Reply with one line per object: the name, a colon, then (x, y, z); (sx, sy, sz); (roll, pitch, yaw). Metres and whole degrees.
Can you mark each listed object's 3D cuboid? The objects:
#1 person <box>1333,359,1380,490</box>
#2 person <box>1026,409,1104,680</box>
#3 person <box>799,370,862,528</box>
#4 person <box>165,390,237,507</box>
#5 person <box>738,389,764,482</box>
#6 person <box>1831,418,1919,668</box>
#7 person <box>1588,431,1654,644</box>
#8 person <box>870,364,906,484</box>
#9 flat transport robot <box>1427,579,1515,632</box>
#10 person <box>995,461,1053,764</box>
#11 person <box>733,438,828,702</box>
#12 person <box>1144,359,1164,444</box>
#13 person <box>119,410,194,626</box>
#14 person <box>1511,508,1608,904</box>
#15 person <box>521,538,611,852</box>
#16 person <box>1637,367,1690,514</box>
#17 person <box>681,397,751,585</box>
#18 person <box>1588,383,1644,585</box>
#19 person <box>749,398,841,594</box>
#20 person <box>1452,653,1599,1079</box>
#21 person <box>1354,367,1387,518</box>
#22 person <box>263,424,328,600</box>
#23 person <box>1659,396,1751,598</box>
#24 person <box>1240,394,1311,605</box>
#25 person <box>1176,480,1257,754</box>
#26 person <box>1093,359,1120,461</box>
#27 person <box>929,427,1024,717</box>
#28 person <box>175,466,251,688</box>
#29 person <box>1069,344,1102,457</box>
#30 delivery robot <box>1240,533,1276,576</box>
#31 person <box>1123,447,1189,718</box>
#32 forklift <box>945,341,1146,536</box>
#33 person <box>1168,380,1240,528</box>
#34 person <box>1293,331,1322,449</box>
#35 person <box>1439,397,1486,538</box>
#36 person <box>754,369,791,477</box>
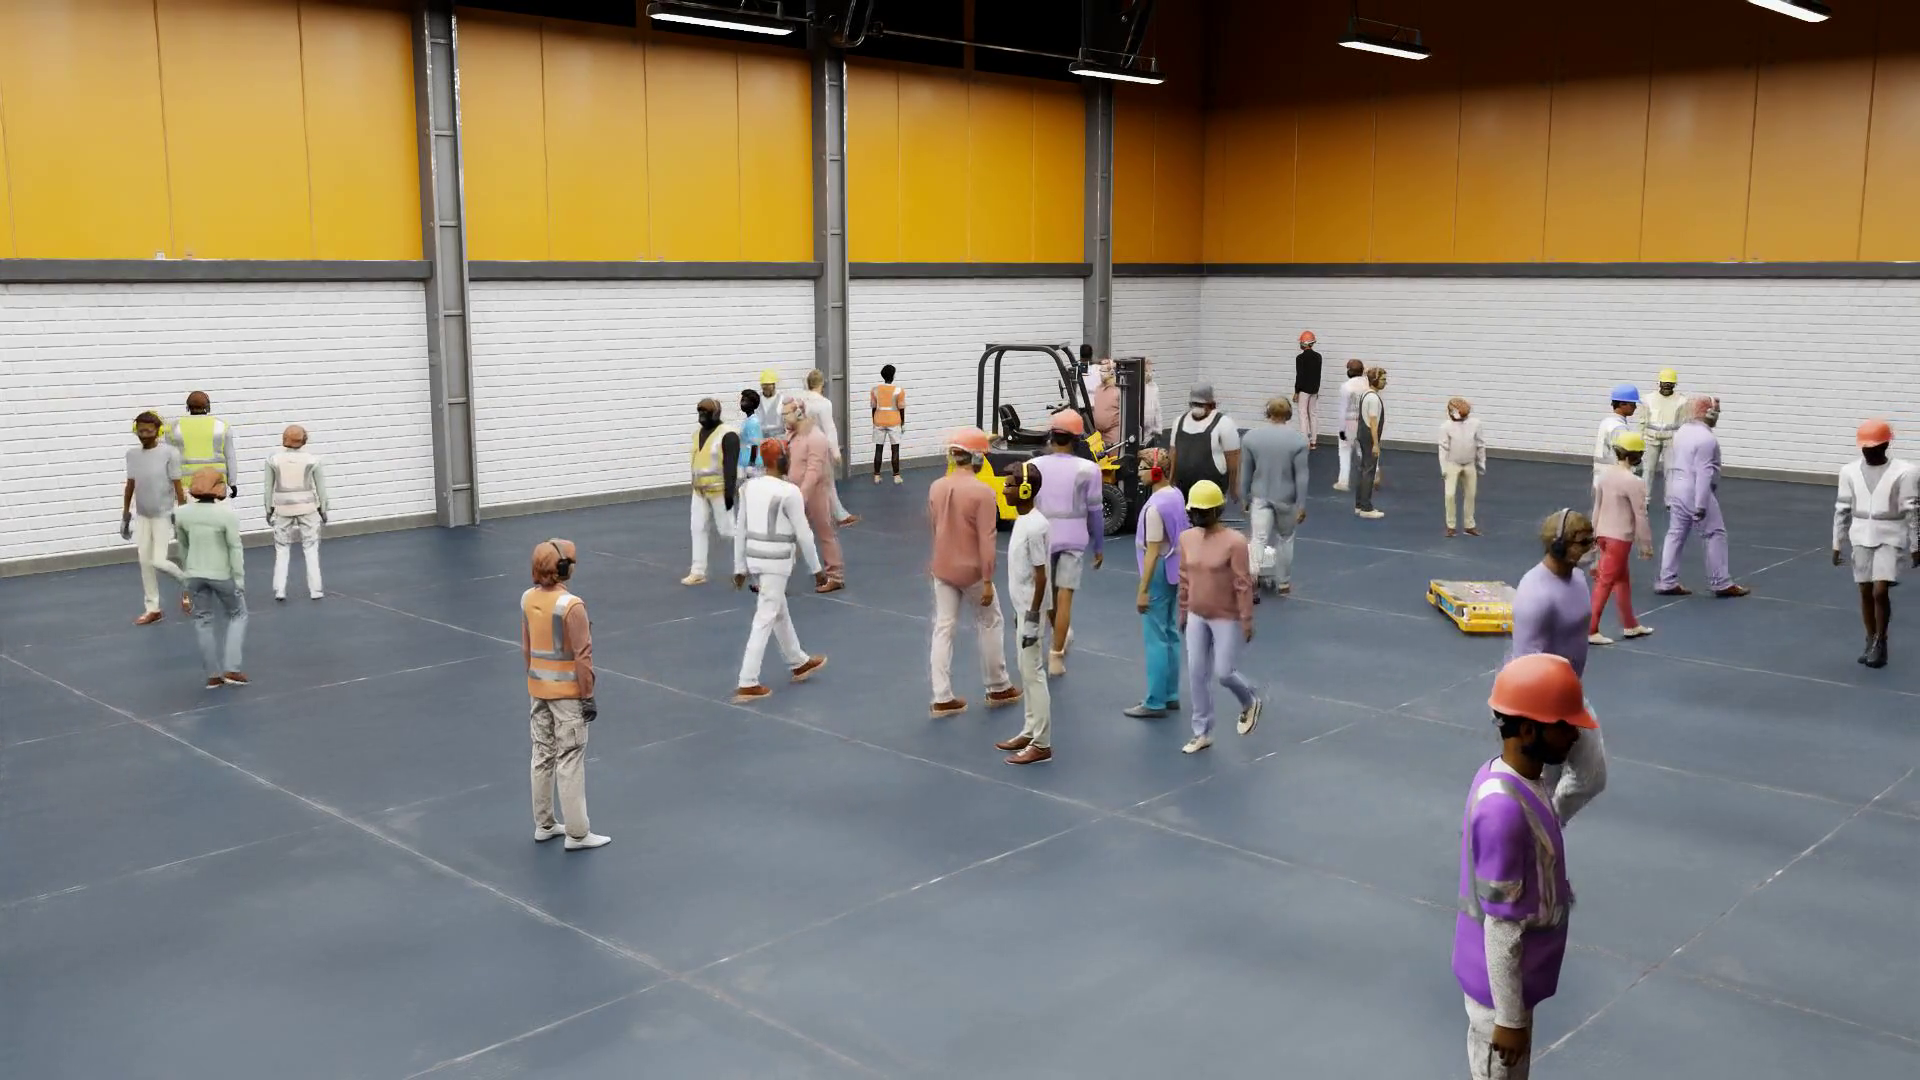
person: (5.415, -1.558, 22.647); (0.636, 1.822, 0.698); (-4, 10, -22)
person: (0.787, 0.004, 12.588); (0.616, 1.975, 1.089); (3, 10, 17)
person: (-1.664, -1.027, 19.276); (1.075, 1.869, 0.670); (-5, 11, -28)
person: (-7.476, -0.556, 16.444); (0.629, 1.842, 0.429); (-3, 10, -19)
person: (-2.345, -0.847, 18.661); (0.315, 1.699, 0.541); (-1, 9, -8)
person: (6.956, 0.023, 12.669); (0.565, 1.909, 0.593); (-8, 12, -40)
person: (5.402, -0.011, 13.414); (0.826, 1.727, 0.543); (-2, 9, -11)
person: (-1.015, -1.631, 23.507); (0.529, 1.690, 0.321); (3, 10, 17)
flat transport robot: (4.537, 0.556, 14.424); (0.652, 0.197, 1.431); (1, 9, 3)
person: (0.403, 0.445, 10.219); (0.329, 1.871, 0.513); (-1, 9, -5)
person: (-1.274, 0.190, 11.870); (0.961, 1.833, 0.589); (-9, 13, -44)
person: (2.420, -1.420, 21.674); (0.656, 1.858, 0.948); (-8, 12, -41)
person: (-6.889, -0.201, 14.268); (0.555, 1.847, 0.505); (2, 10, 14)
person: (2.825, 0.800, 7.870); (0.440, 1.924, 0.663); (8, 12, 39)
person: (-2.091, 0.806, 8.696); (0.512, 1.644, 0.307); (7, 12, 38)
person: (8.713, -1.227, 20.628); (0.596, 1.825, 0.403); (5, 10, 26)
person: (-2.329, -0.486, 16.116); (0.646, 1.814, 0.813); (8, 12, 40)
person: (6.296, -0.533, 15.984); (0.404, 1.943, 0.612); (1, 9, 7)
person: (-1.496, -0.386, 15.371); (1.004, 1.839, 0.628); (-9, 13, -43)
person: (1.639, 1.280, 4.897); (0.362, 1.936, 0.542); (3, 10, 19)
person: (5.023, -1.190, 20.323); (0.326, 1.842, 0.517); (0, 9, 1)
person: (-6.073, -0.246, 15.223); (0.545, 1.623, 0.329); (-2, 10, -14)
person: (6.921, -0.394, 15.357); (0.869, 1.866, 0.648); (-1, 9, -5)
person: (2.833, -0.366, 15.107); (0.635, 1.912, 0.904); (4, 10, 23)
person: (1.623, 0.469, 10.446); (0.554, 1.739, 0.593); (8, 12, 41)
person: (1.878, -1.318, 20.931); (0.399, 1.905, 0.642); (-7, 11, -35)
person: (0.108, 0.202, 11.407); (0.644, 1.956, 0.890); (8, 12, 42)
person: (-5.390, 0.274, 12.012); (0.520, 1.626, 0.348); (1, 9, 4)
person: (1.901, -2.015, 25.200); (0.607, 1.902, 0.523); (-3, 10, -15)
delivery robot: (2.588, 0.178, 15.592); (0.707, 0.478, 0.477); (-1, 9, -7)
person: (1.359, 0.291, 11.261); (0.399, 1.840, 0.573); (4, 10, 23)
forklift: (0.977, -1.223, 19.452); (2.313, 2.155, 1.214); (2, 9, 11)
person: (2.298, -0.587, 16.021); (0.939, 2.000, 0.687); (-9, 13, -44)
person: (5.816, -2.505, 27.910); (0.622, 1.996, 0.370); (-8, 12, -40)
person: (5.675, -0.819, 18.802); (0.571, 1.598, 0.381); (0, 9, -2)
person: (-2.366, -1.295, 21.127); (0.597, 1.794, 0.889); (2, 9, 12)
